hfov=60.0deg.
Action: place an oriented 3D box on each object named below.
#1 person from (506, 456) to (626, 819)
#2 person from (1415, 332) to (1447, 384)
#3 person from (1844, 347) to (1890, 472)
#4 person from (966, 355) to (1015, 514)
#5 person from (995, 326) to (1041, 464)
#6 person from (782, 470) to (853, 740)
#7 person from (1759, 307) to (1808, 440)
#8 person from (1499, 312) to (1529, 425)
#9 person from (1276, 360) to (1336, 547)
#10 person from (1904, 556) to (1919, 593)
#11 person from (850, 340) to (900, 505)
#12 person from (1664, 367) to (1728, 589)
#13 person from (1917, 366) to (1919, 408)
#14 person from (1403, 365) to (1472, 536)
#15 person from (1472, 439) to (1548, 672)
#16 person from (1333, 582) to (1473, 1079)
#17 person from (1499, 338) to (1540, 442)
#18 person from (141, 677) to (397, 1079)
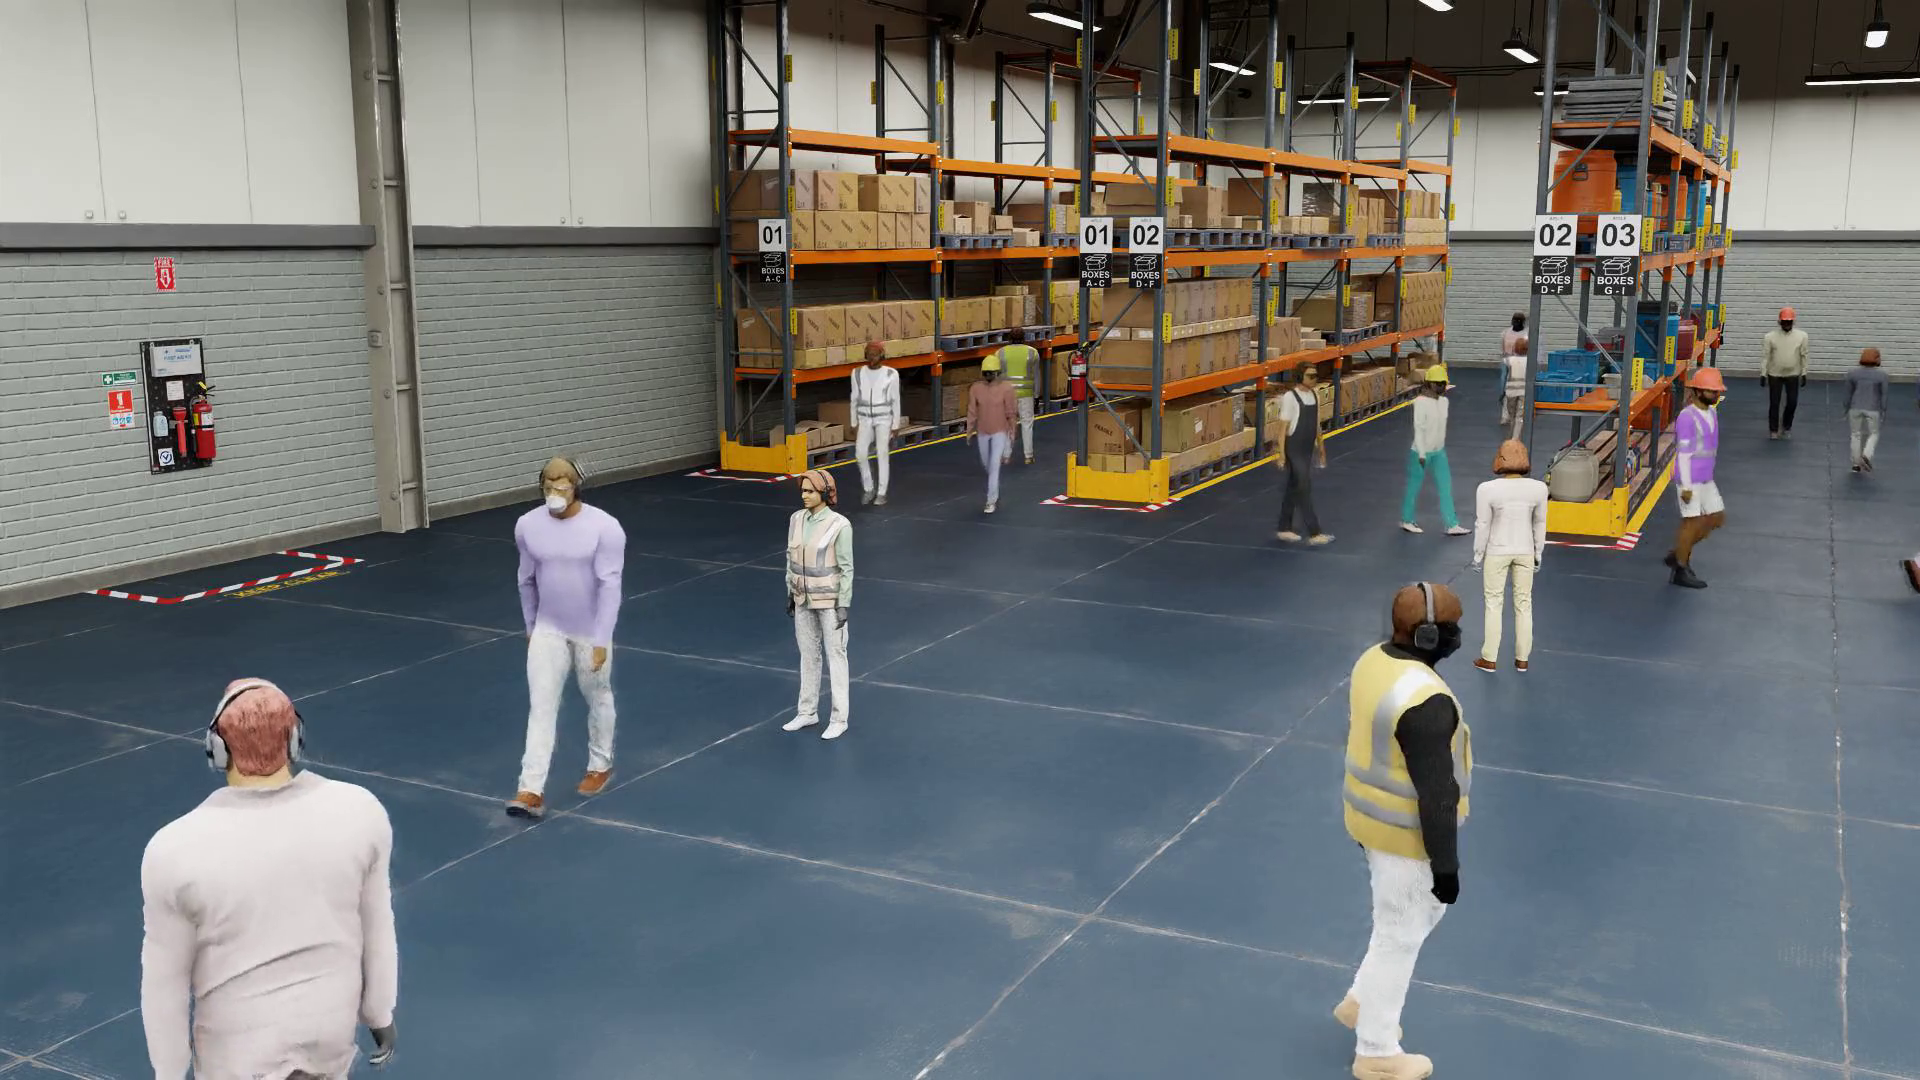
[{"bbox_3d":[-2.070,0.515,8.694,0.628,1.888,0.995,1,10,8],"label":"person"},{"bbox_3d":[9.560,-4.076,33.896,0.899,1.839,0.586,5,11,25],"label":"person"},{"bbox_3d":[11.583,-1.662,21.284,0.523,1.625,0.346,9,13,39],"label":"person"},{"bbox_3d":[0.364,-1.203,18.498,0.538,1.738,0.852,3,11,17],"label":"person"},{"bbox_3d":[0.763,-1.921,22.100,0.626,1.846,0.429,1,10,4],"label":"person"},{"bbox_3d":[-0.855,0.384,10.092,0.510,1.640,0.308,8,13,37],"label":"person"},{"bbox_3d":[12.198,-2.452,24.636,0.663,1.969,0.649,4,11,21],"label":"person"},{"bbox_3d":[9.038,-2.788,26.905,0.625,1.823,0.823,8,13,37],"label":"person"},{"bbox_3d":[3.439,-0.836,16.253,0.540,1.814,0.852,-10,14,-44],"label":"person"},{"bbox_3d":[8.247,-0.386,13.618,0.645,1.888,0.646,4,11,21],"label":"person"},{"bbox_3d":[-0.969,-1.307,18.692,0.621,1.863,0.520,2,11,13],"label":"person"},{"bbox_3d":[6.366,-0.532,14.315,0.564,1.918,0.405,-9,13,-39],"label":"person"},{"bbox_3d":[12.563,-1.860,21.223,0.608,2.045,0.392,10,14,44],"label":"person"},{"bbox_3d":[4.806,-0.884,16.741,0.542,1.722,0.862,-7,12,-32],"label":"person"},{"bbox_3d":[3.818,0.113,11.580,0.499,1.634,0.288,0,10,-1],"label":"person"},{"bbox_3d":[1.604,1.050,5.948,0.449,1.831,0.645,0,10,-2],"label":"person"},{"bbox_3d":[7.885,-2.041,23.436,0.528,1.592,0.887,6,12,29],"label":"person"},{"bbox_3d":[-1.804,1.302,4.432,0.650,1.883,0.822,-9,14,-40],"label":"person"}]
